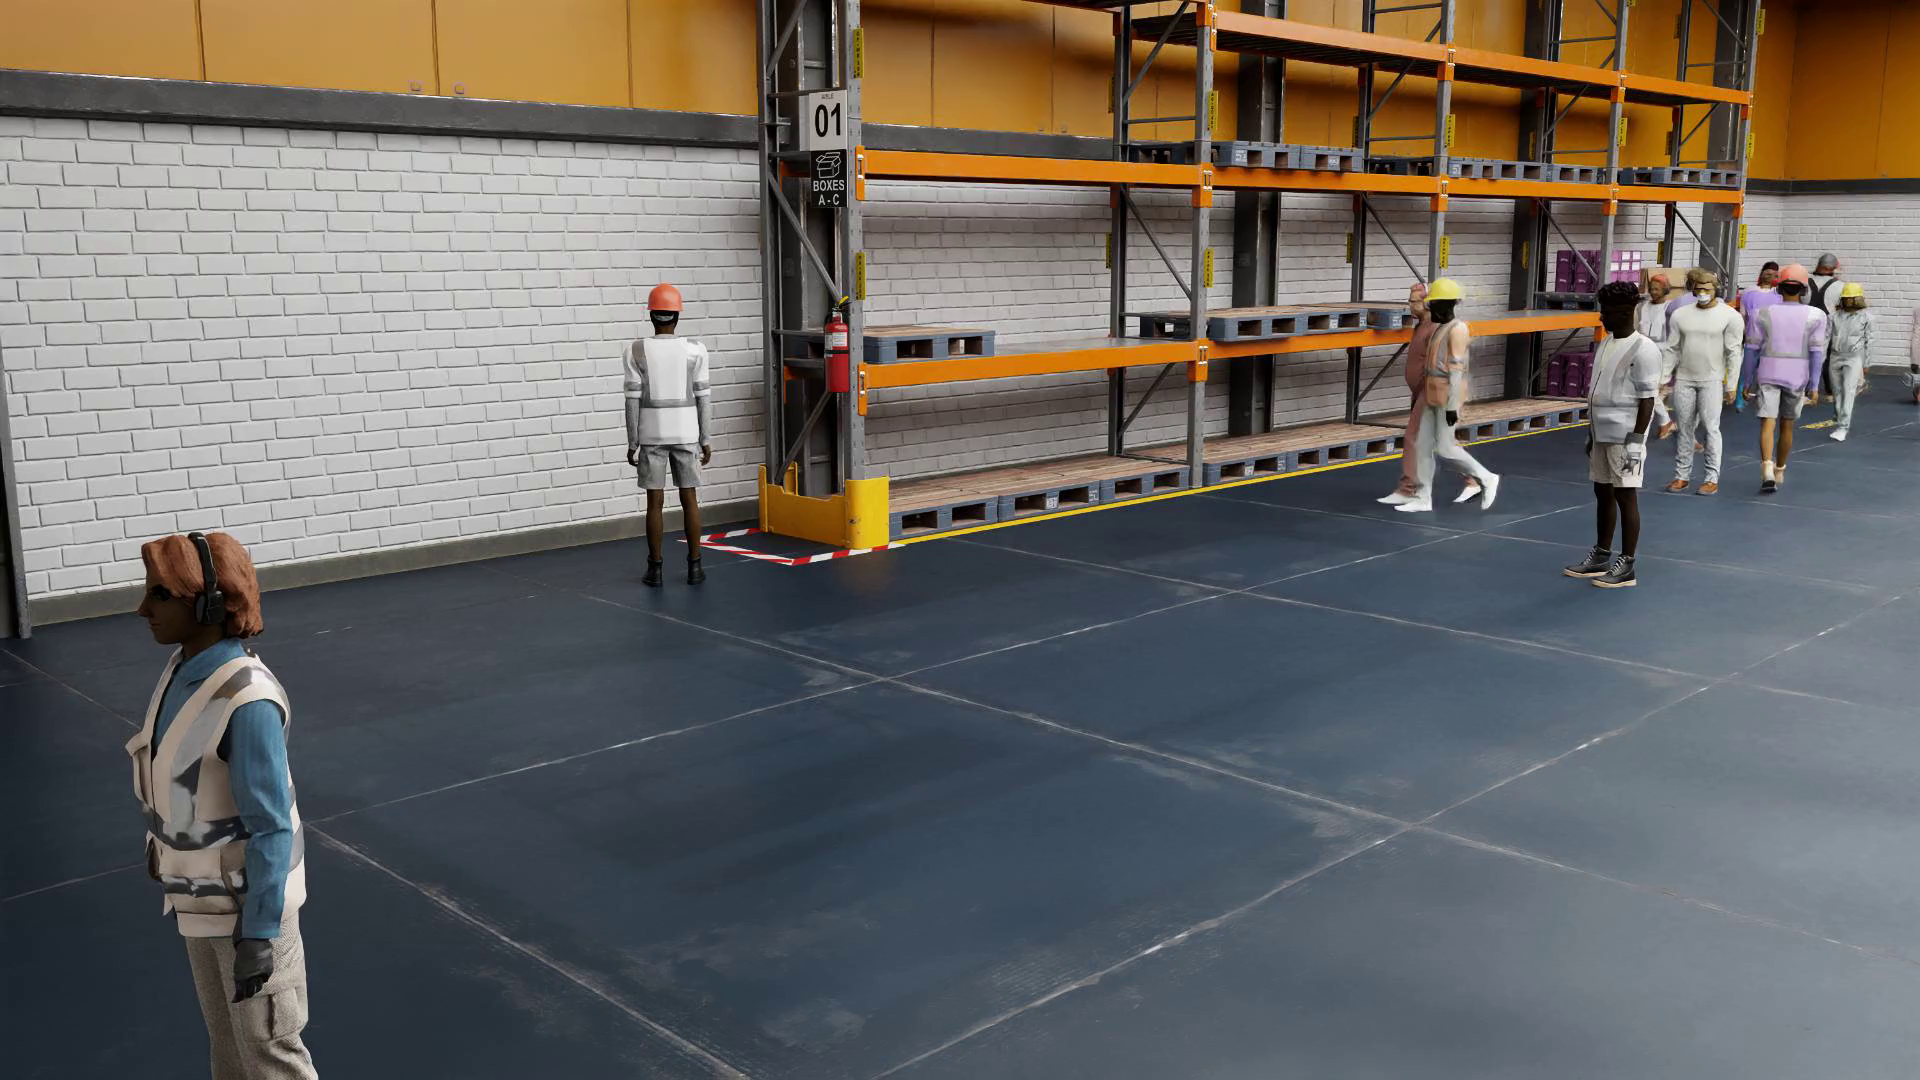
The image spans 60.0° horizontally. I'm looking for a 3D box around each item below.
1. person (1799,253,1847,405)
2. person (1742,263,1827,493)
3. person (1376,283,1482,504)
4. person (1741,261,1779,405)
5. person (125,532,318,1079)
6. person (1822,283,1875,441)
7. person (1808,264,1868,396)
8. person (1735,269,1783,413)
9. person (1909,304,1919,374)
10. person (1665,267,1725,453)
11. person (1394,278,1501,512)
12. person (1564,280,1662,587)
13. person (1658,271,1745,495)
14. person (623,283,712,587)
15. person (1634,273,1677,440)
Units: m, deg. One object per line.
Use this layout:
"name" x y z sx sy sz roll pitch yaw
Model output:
"person" 11.485 -2.827 22.161 0.702 2.000 0.976 9 14 42
"person" 7.222 -1.421 14.607 0.618 2.007 0.995 5 11 24
"person" 4.011 -1.212 13.880 0.900 1.863 0.652 1 10 8
"person" 10.440 -2.656 21.598 0.453 1.903 0.600 -10 14 -43
"person" -1.556 0.786 3.547 0.311 1.642 0.513 -9 14 -41
"person" 9.677 -1.944 18.239 0.748 1.718 0.500 -9 14 -40
"person" 12.282 -2.984 23.334 1.042 1.939 0.618 2 11 9
"person" 10.082 -2.495 20.966 0.593 1.818 0.434 5 11 24
"person" 10.817 -2.009 18.267 0.630 1.846 1.005 2 11 11
"person" 7.507 -1.830 17.057 0.502 1.919 0.664 -8 13 -36
"person" 3.953 -1.146 13.367 0.759 1.901 0.594 0 10 -2
"person" 4.200 -0.677 10.661 0.377 1.958 0.600 -2 11 -9
"person" 6.441 -1.364 14.481 0.406 1.936 0.646 -9 14 -41
"person" -1.866 -0.664 10.644 0.551 1.937 0.357 -3 11 -14
"person" 7.553 -1.962 18.023 0.972 1.841 0.584 -8 13 -36
